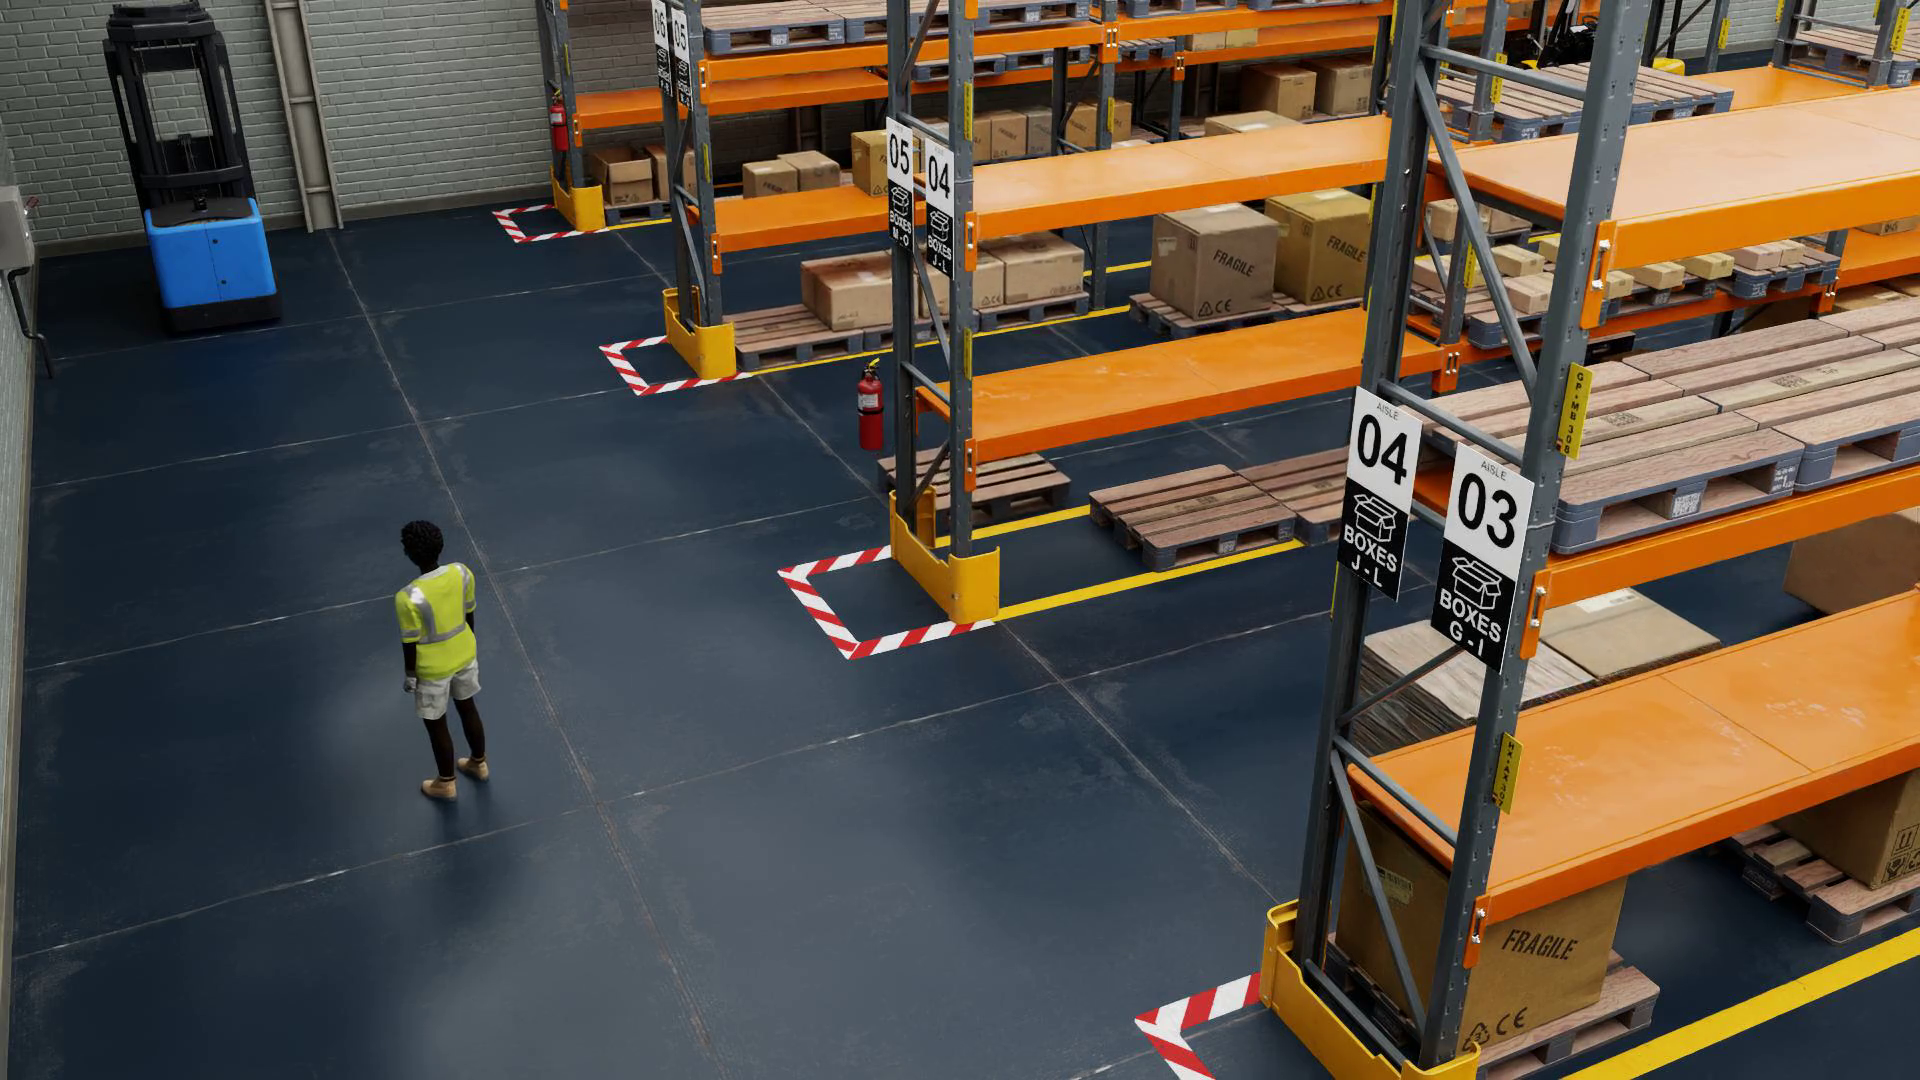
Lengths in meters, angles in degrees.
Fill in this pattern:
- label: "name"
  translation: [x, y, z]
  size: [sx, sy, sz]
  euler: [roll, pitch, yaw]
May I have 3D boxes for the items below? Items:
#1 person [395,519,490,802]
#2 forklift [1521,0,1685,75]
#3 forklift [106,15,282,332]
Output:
- label: "person"
  translation: [-2.884, 0.668, 9.284]
  size: [0.326, 1.685, 0.538]
  euler: [14, 31, 25]
- label: "forklift"
  translation: [8.950, -6.807, 23.056]
  size: [1.214, 2.155, 2.313]
  euler: [-12, 30, -22]
- label: "forklift"
  translation: [-7.548, -3.672, 16.323]
  size: [1.129, 2.768, 1.873]
  euler: [-12, 30, -22]
